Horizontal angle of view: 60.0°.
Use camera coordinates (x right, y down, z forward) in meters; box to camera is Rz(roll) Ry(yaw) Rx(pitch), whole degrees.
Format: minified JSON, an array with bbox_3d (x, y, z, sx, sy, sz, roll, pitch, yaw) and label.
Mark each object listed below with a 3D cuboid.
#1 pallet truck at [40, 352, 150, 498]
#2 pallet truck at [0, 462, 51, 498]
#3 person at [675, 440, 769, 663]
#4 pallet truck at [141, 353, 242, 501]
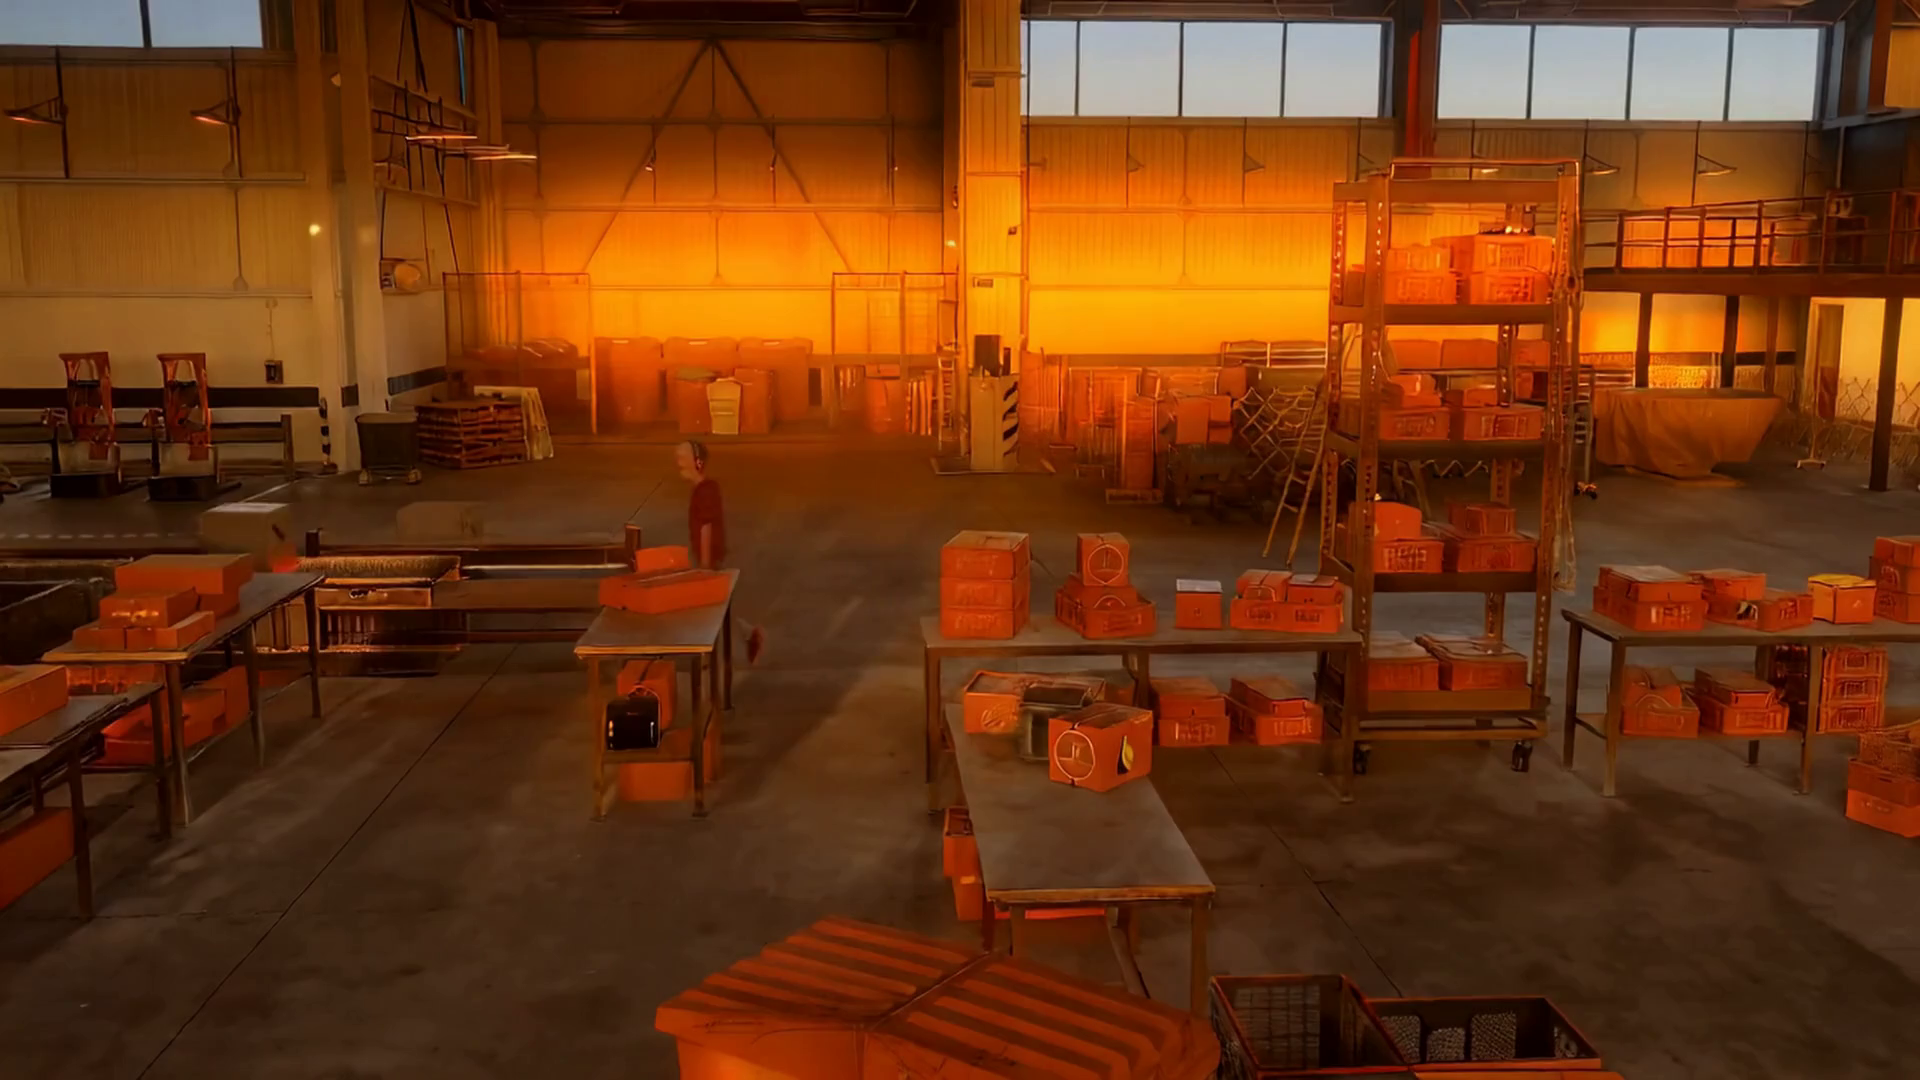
[{"bbox_3d":[-11.907,-1.642,23.165,0.823,1.965,1.885,0,9,0],"label":"pallet truck"},{"bbox_3d":[-13.193,-1.293,23.148,0.653,1.274,1.630,-1,9,-4],"label":"pallet truck"},{"bbox_3d":[-1.807,0.164,12.345,0.623,1.835,0.547,-1,9,-3],"label":"person"},{"bbox_3d":[-10.520,-1.604,22.925,0.823,1.965,1.885,-1,9,-6],"label":"pallet truck"}]
